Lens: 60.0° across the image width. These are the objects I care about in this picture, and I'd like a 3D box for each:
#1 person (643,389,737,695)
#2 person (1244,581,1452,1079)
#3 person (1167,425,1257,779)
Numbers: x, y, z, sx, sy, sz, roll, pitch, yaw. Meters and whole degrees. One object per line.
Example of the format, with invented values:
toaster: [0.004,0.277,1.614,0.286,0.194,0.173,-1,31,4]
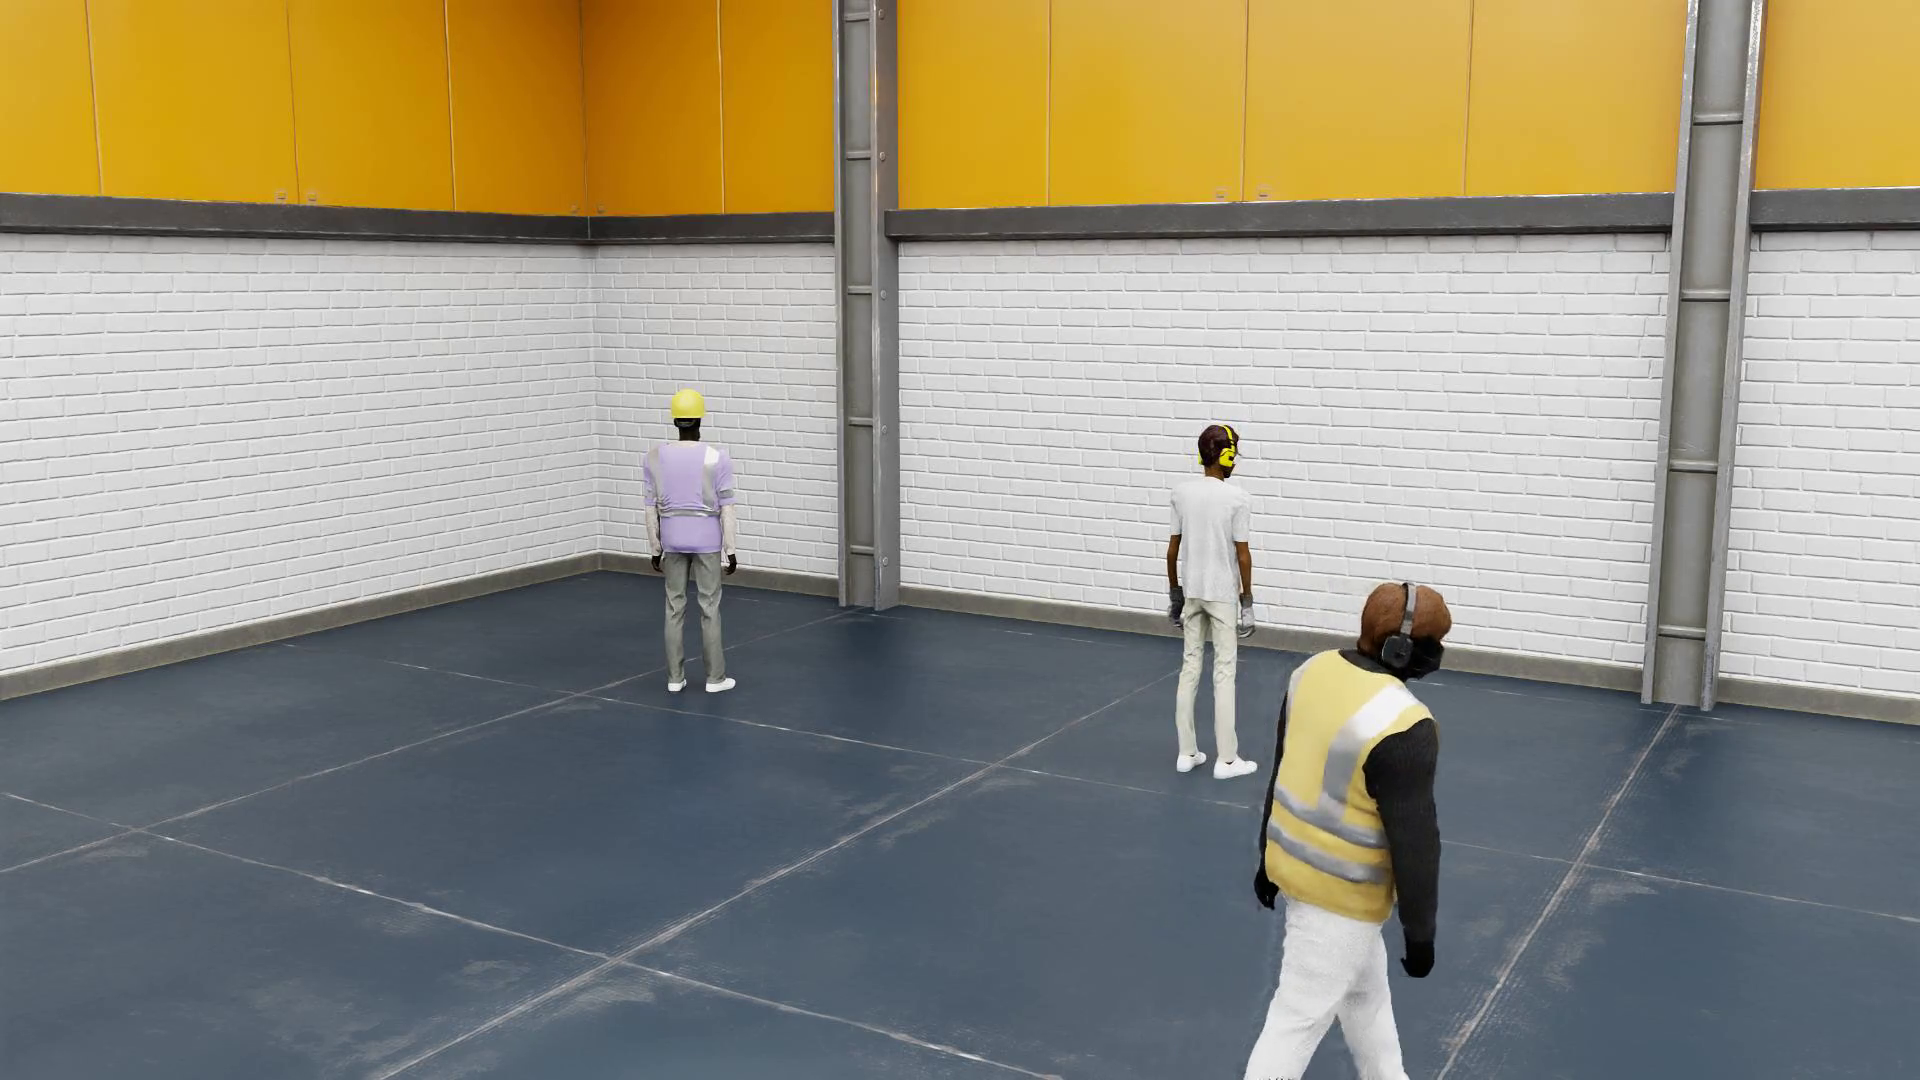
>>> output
person: [-1.684,0.018,10.454,0.587,1.930,0.360,1,9,7]
person: [1.172,1.000,4.792,0.934,1.785,0.629,-2,9,-12]
person: [1.327,0.321,8.776,0.521,1.865,0.334,8,12,40]
